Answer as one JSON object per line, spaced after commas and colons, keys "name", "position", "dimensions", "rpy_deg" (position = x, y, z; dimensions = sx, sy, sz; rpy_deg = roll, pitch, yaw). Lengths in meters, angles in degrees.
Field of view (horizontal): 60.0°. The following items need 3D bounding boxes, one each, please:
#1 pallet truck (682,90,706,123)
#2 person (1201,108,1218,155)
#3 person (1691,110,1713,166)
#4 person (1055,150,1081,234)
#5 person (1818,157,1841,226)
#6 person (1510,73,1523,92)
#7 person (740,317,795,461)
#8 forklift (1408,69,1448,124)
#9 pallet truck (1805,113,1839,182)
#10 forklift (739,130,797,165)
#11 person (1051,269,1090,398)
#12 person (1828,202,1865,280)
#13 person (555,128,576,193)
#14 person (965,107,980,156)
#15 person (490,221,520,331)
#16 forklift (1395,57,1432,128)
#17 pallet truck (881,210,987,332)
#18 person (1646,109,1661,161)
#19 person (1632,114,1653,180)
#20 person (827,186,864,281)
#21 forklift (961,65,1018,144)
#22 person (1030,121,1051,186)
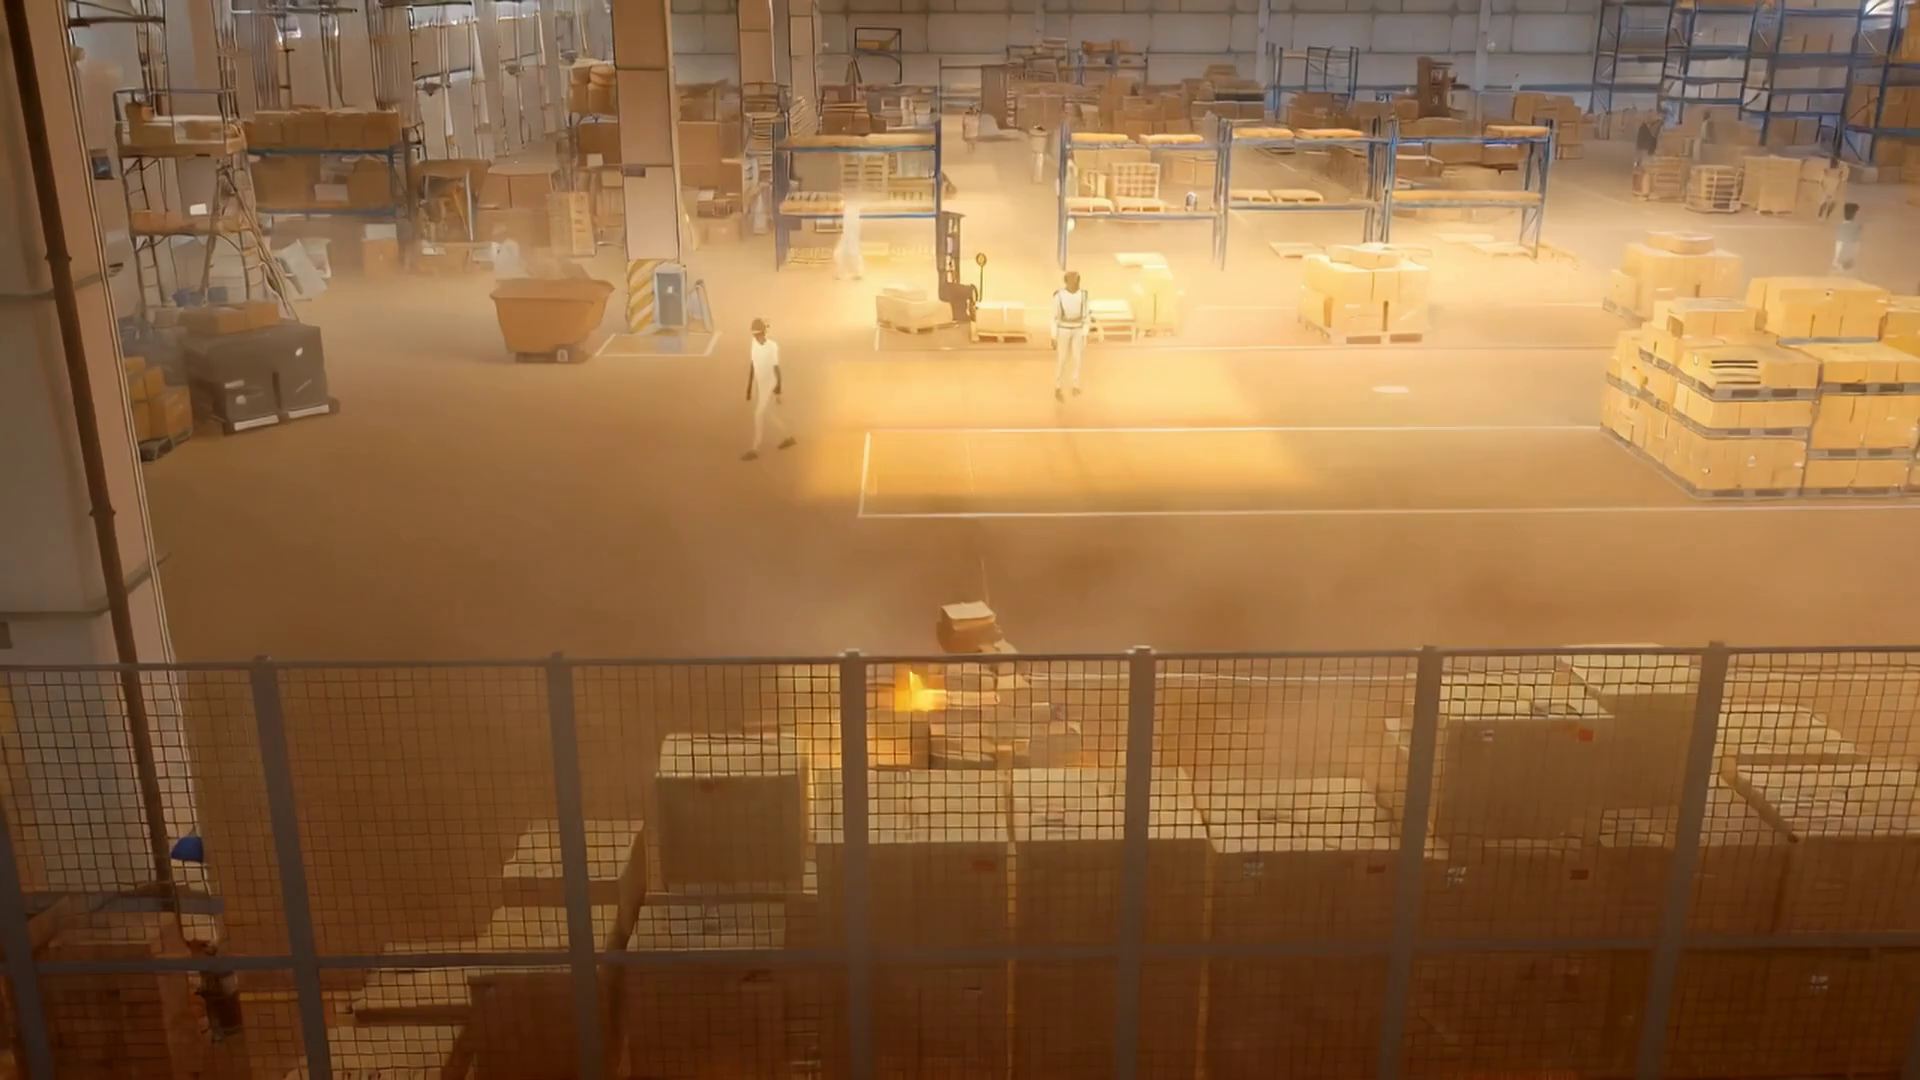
{"name": "pallet truck", "position": [-9.671, -15.907, 62.421], "dimensions": [0.823, 1.965, 1.885], "rpy_deg": [5, 19, 15]}
{"name": "person", "position": [8.036, -12.971, 53.802], "dimensions": [0.629, 1.940, 0.379], "rpy_deg": [-11, 21, -29]}
{"name": "person", "position": [24.342, -13.203, 54.690], "dimensions": [0.761, 1.819, 0.630], "rpy_deg": [1, 19, 2]}
{"name": "person", "position": [2.547, -8.452, 40.237], "dimensions": [0.683, 2.000, 0.538], "rpy_deg": [-17, 25, -42]}
{"name": "person", "position": [21.732, -8.709, 41.547], "dimensions": [0.547, 1.689, 0.452], "rpy_deg": [-4, 19, -11]}
{"name": "person", "position": [24.840, -19.891, 74.332], "dimensions": [0.547, 1.938, 0.359], "rpy_deg": [8, 20, 23]}
{"name": "person", "position": [-2.477, -1.980, 21.367], "dimensions": [0.936, 1.838, 0.529], "rpy_deg": [-18, 25, -42]}
{"name": "forklift", "position": [17.013, -15.594, 60.131], "dimensions": [1.129, 2.768, 1.873], "rpy_deg": [-1, 19, -2]}
{"name": "pallet truck", "position": [26.403, -11.957, 50.702], "dimensions": [0.823, 1.965, 1.885], "rpy_deg": [6, 19, 16]}
{"name": "forklift", "position": [-6.391, -13.889, 55.073], "dimensions": [1.873, 2.768, 1.129], "rpy_deg": [-1, 19, -1]}
{"name": "person", "position": [1.612, -3.024, 24.376], "dimensions": [0.585, 1.882, 0.337], "rpy_deg": [-3, 19, -10]}
{"name": "person", "position": [16.708, -5.379, 31.290], "dimensions": [0.611, 1.942, 0.890], "rpy_deg": [-3, 19, -10]}
{"name": "person", "position": [-11.210, -10.767, 47.369], "dimensions": [0.606, 1.880, 1.008], "rpy_deg": [-8, 20, -23]}
{"name": "person", "position": [0.435, -14.303, 58.189], "dimensions": [0.536, 1.655, 0.852], "rpy_deg": [1, 19, 2]}
{"name": "person", "position": [-7.922, -4.631, 29.104], "dimensions": [0.611, 1.908, 0.605], "rpy_deg": [9, 21, 25]}
{"name": "forklift", "position": [19.099, -18.499, 68.749], "dimensions": [1.873, 2.768, 1.129], "rpy_deg": [-1, 19, -1]}
{"name": "pallet truck", "position": [-0.493, -4.759, 29.349], "dimensions": [1.885, 1.965, 0.823], "rpy_deg": [-13, 23, -34]}
{"name": "person", "position": [22.527, -13.051, 54.085], "dimensions": [0.393, 1.912, 0.589], "rpy_deg": [-4, 19, -12]}
{"name": "person", "position": [20.872, -11.985, 50.790], "dimensions": [0.382, 1.995, 0.612], "rpy_deg": [-3, 19, -8]}
{"name": "person", "position": [-2.357, -6.215, 33.806], "dimensions": [0.879, 1.903, 0.652], "rpy_deg": [4, 19, 12]}
{"name": "forklift", "position": [1.090, -16.329, 62.311], "dimensions": [1.873, 2.768, 1.129], "rpy_deg": [-10, 21, -28]}
{"name": "person", "position": [2.376, -11.551, 49.616], "dimensions": [0.641, 1.924, 0.615], "rpy_deg": [-3, 19, -10]}
